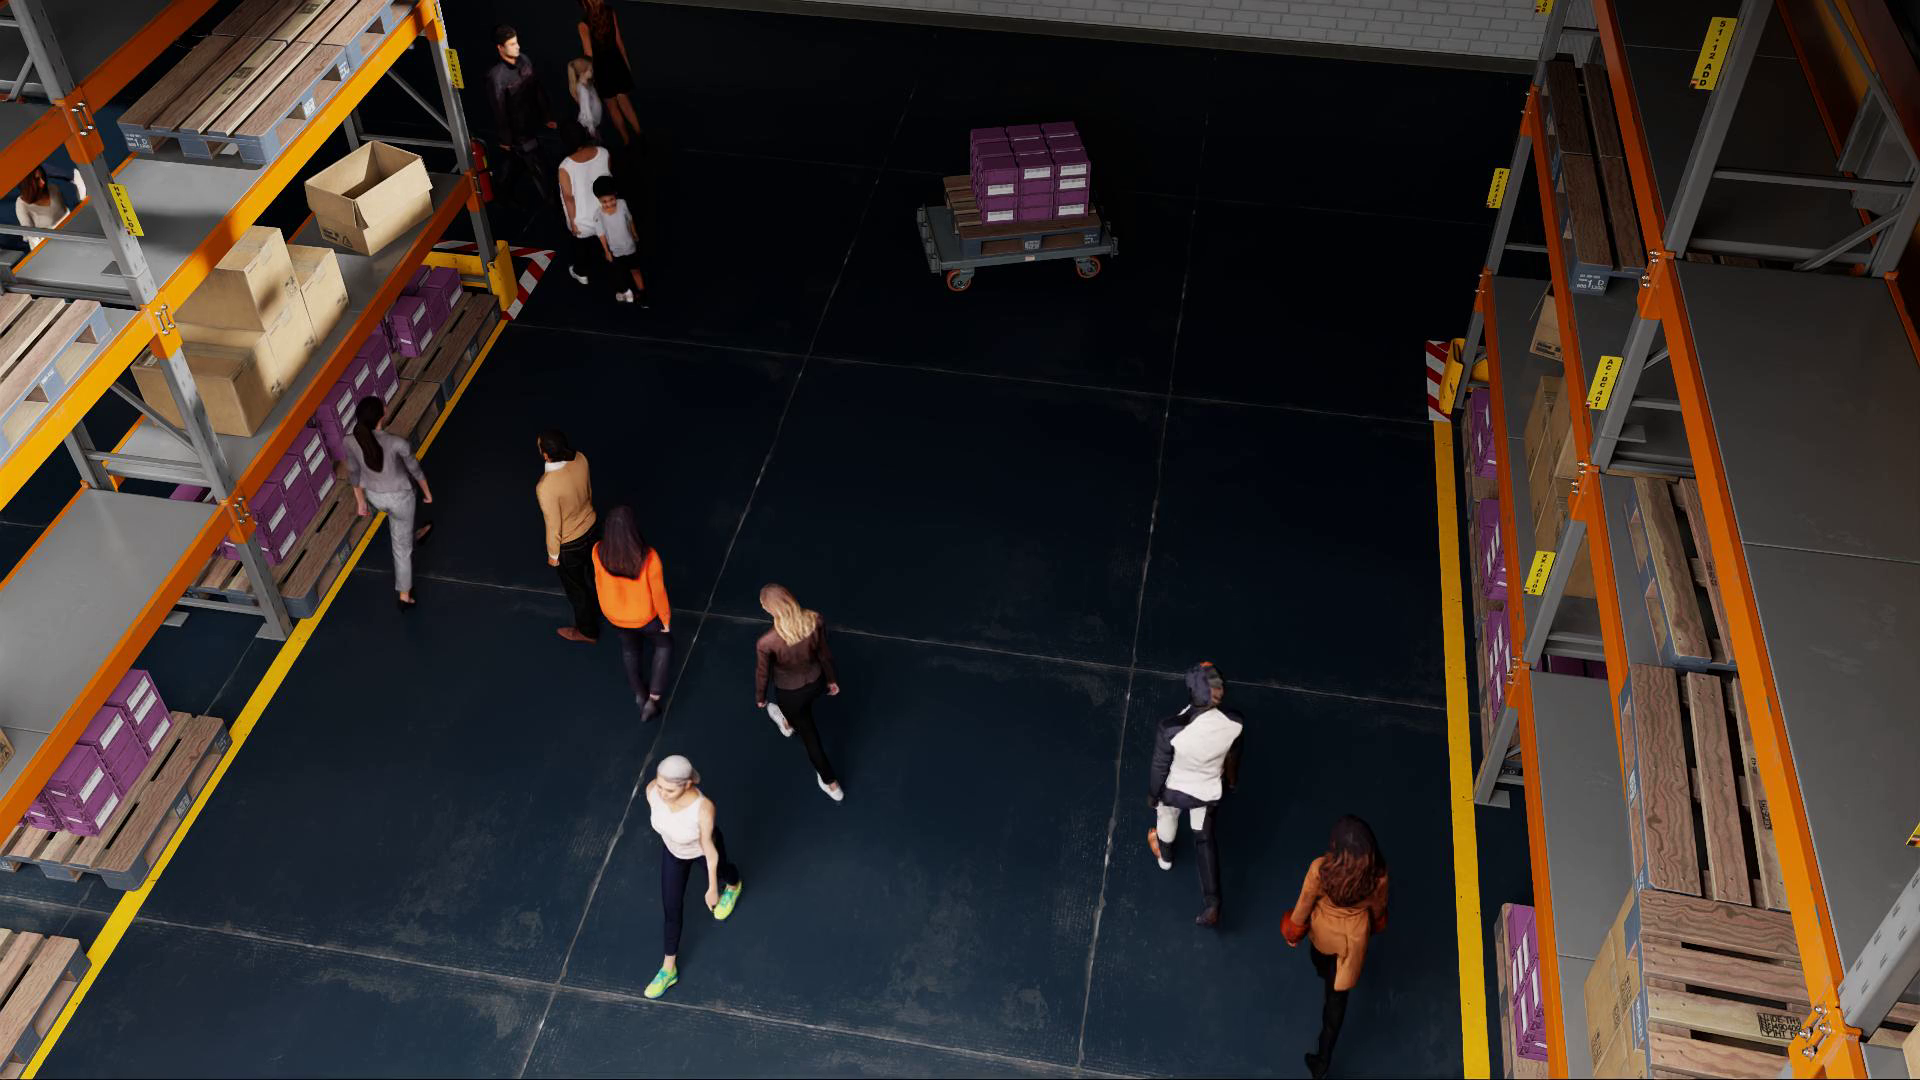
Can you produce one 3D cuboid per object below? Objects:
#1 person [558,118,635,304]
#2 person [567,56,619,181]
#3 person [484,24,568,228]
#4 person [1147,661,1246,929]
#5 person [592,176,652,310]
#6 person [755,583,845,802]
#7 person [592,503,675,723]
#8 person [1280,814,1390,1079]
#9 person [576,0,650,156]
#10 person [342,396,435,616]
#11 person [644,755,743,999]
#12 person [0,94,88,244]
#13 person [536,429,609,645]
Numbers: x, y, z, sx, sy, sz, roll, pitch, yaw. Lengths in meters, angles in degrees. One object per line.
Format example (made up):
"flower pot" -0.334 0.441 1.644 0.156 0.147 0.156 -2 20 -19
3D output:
"person" -3.047 -2.696 13.819 1.129 1.655 1.153 -29 51 -27
"person" -3.460 -3.835 15.294 0.676 1.270 0.646 -8 44 -9
"person" -3.938 -3.640 14.636 0.826 1.895 1.169 10 44 10
"person" 1.318 1.439 9.322 0.924 1.871 1.203 -6 44 -7
"person" -2.900 -2.554 13.977 0.721 1.233 0.792 -27 50 -25
"person" -0.910 0.962 9.977 1.086 1.658 1.109 -27 50 -26
"person" -2.056 0.522 10.383 0.640 1.735 0.681 7 44 7
"person" 1.987 2.142 8.725 0.712 1.677 1.156 7 44 8
"person" -3.194 -4.247 15.339 0.892 1.805 0.931 -29 51 -27
"person" -3.842 -0.193 11.222 0.674 1.614 1.137 4 44 4
"person" -1.422 1.682 9.227 0.842 1.652 1.229 18 47 18
"person" -8.220 -3.559 14.634 0.919 1.781 1.178 24 49 23
"person" -2.552 -0.040 10.959 0.765 1.755 0.587 15 46 15
